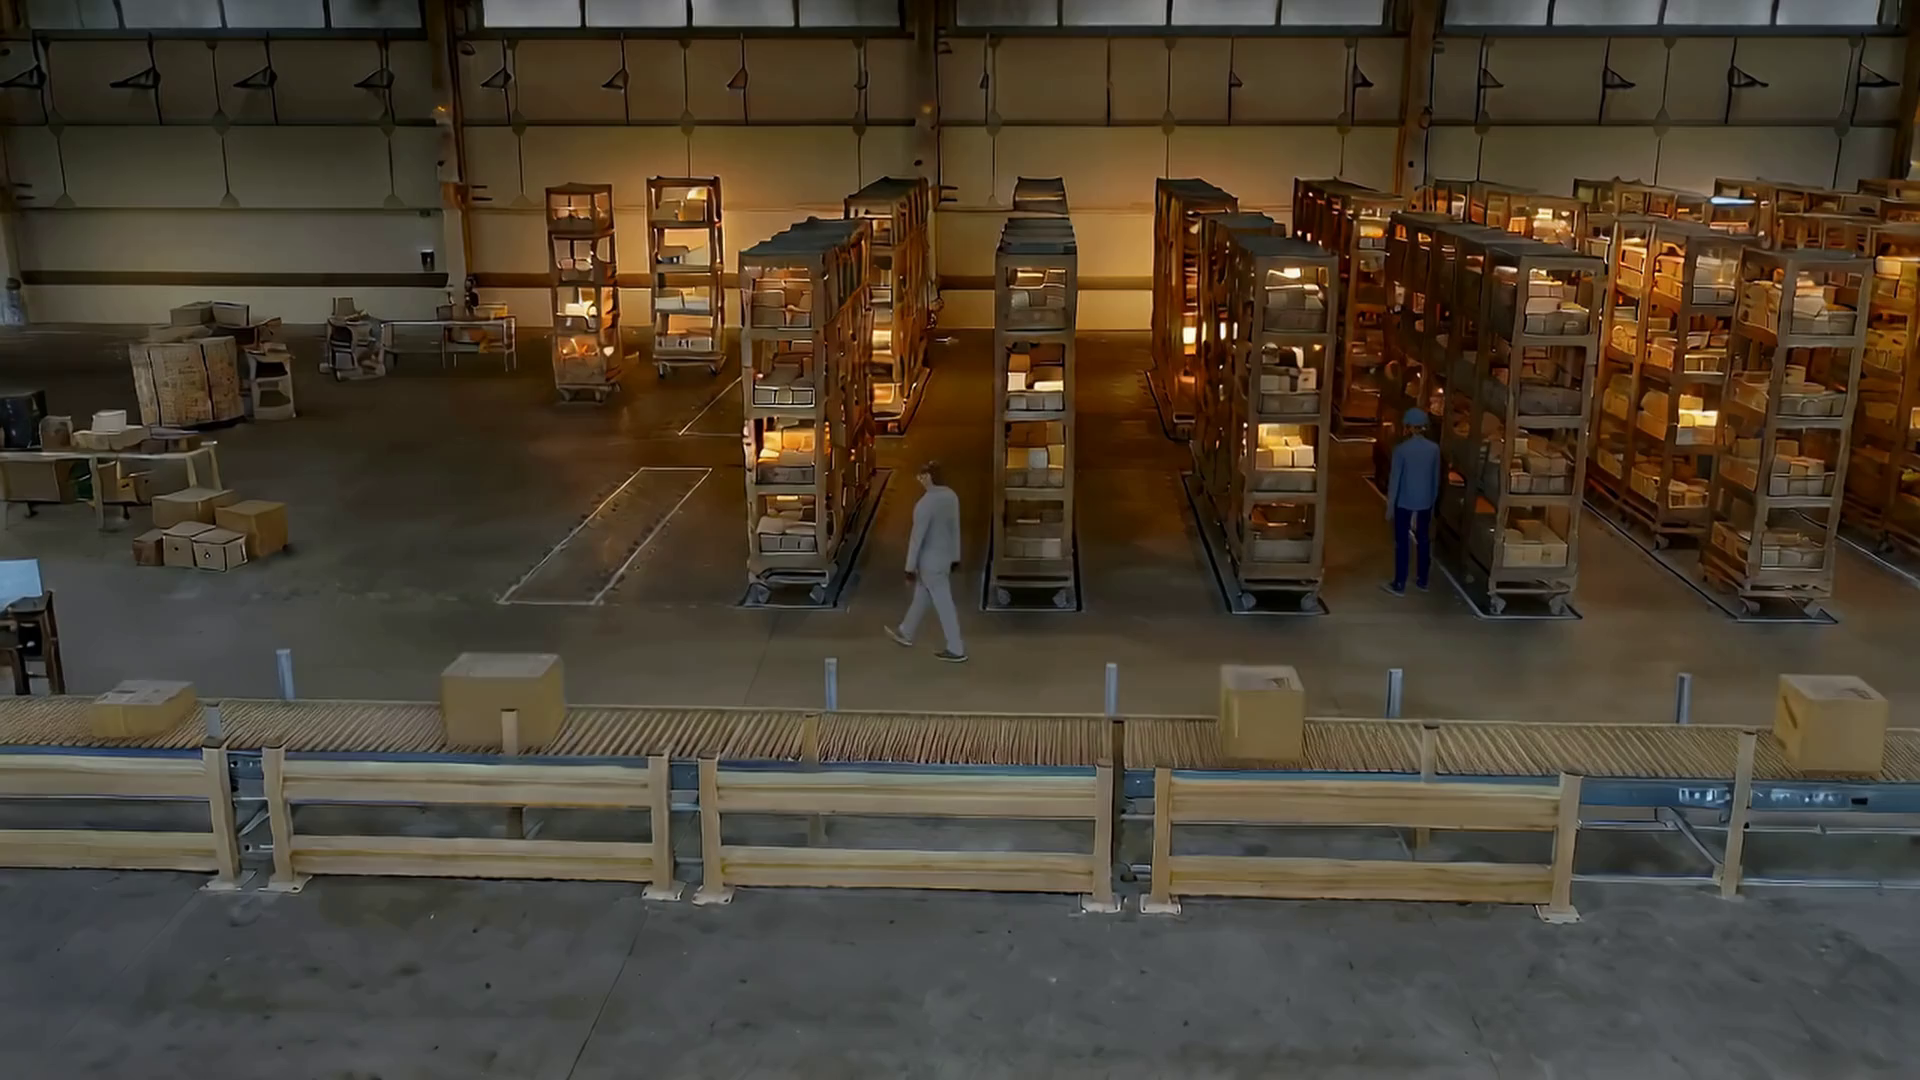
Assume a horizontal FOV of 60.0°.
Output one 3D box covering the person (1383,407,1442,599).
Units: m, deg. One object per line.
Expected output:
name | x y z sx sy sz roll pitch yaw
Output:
person | 4.653 -0.385 17.187 0.613 1.994 0.395 -5 16 -18

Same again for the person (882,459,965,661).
person | -0.342 0.172 15.366 0.960 1.855 0.673 7 17 24

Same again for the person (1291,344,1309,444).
person | 4.765 -2.029 23.588 0.563 1.837 0.389 -9 17 -30
